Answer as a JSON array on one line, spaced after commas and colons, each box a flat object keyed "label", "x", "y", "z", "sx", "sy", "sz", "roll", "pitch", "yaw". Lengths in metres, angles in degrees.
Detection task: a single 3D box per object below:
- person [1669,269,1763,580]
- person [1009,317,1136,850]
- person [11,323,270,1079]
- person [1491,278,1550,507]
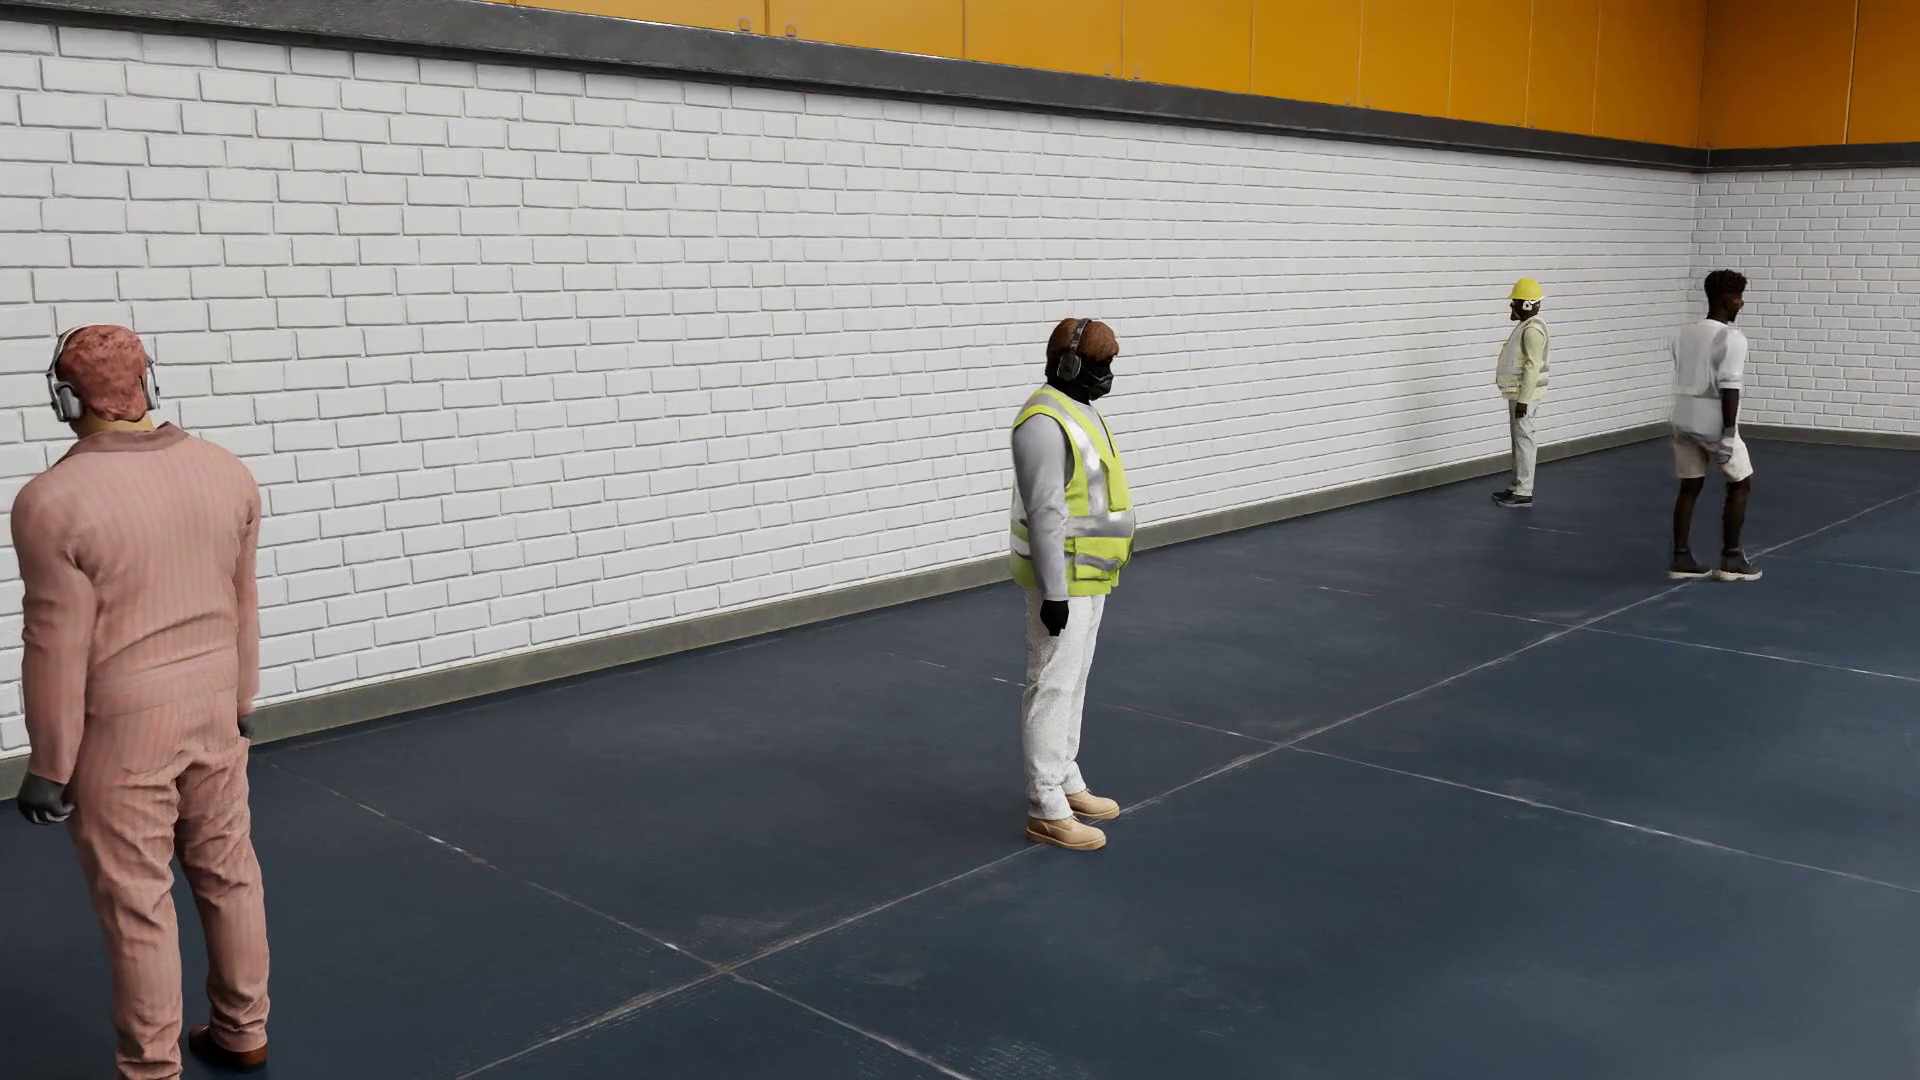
[{"label": "person", "x": 4.780, "y": -0.717, "z": 10.430, "sx": 0.650, "sy": 1.940, "sz": 0.632, "roll": -3, "pitch": 11, "yaw": -19}, {"label": "person", "x": 0.398, "y": 0.143, "z": 5.854, "sx": 0.429, "sy": 1.838, "sz": 0.621, "roll": 3, "pitch": 10, "yaw": 16}, {"label": "person", "x": -1.958, "y": 0.441, "z": 3.971, "sx": 0.405, "sy": 1.903, "sz": 0.636, "roll": 4, "pitch": 11, "yaw": 23}, {"label": "person", "x": 4.523, "y": -1.184, "z": 13.413, "sx": 0.404, "sy": 1.833, "sz": 0.590, "roll": 2, "pitch": 10, "yaw": 13}]
